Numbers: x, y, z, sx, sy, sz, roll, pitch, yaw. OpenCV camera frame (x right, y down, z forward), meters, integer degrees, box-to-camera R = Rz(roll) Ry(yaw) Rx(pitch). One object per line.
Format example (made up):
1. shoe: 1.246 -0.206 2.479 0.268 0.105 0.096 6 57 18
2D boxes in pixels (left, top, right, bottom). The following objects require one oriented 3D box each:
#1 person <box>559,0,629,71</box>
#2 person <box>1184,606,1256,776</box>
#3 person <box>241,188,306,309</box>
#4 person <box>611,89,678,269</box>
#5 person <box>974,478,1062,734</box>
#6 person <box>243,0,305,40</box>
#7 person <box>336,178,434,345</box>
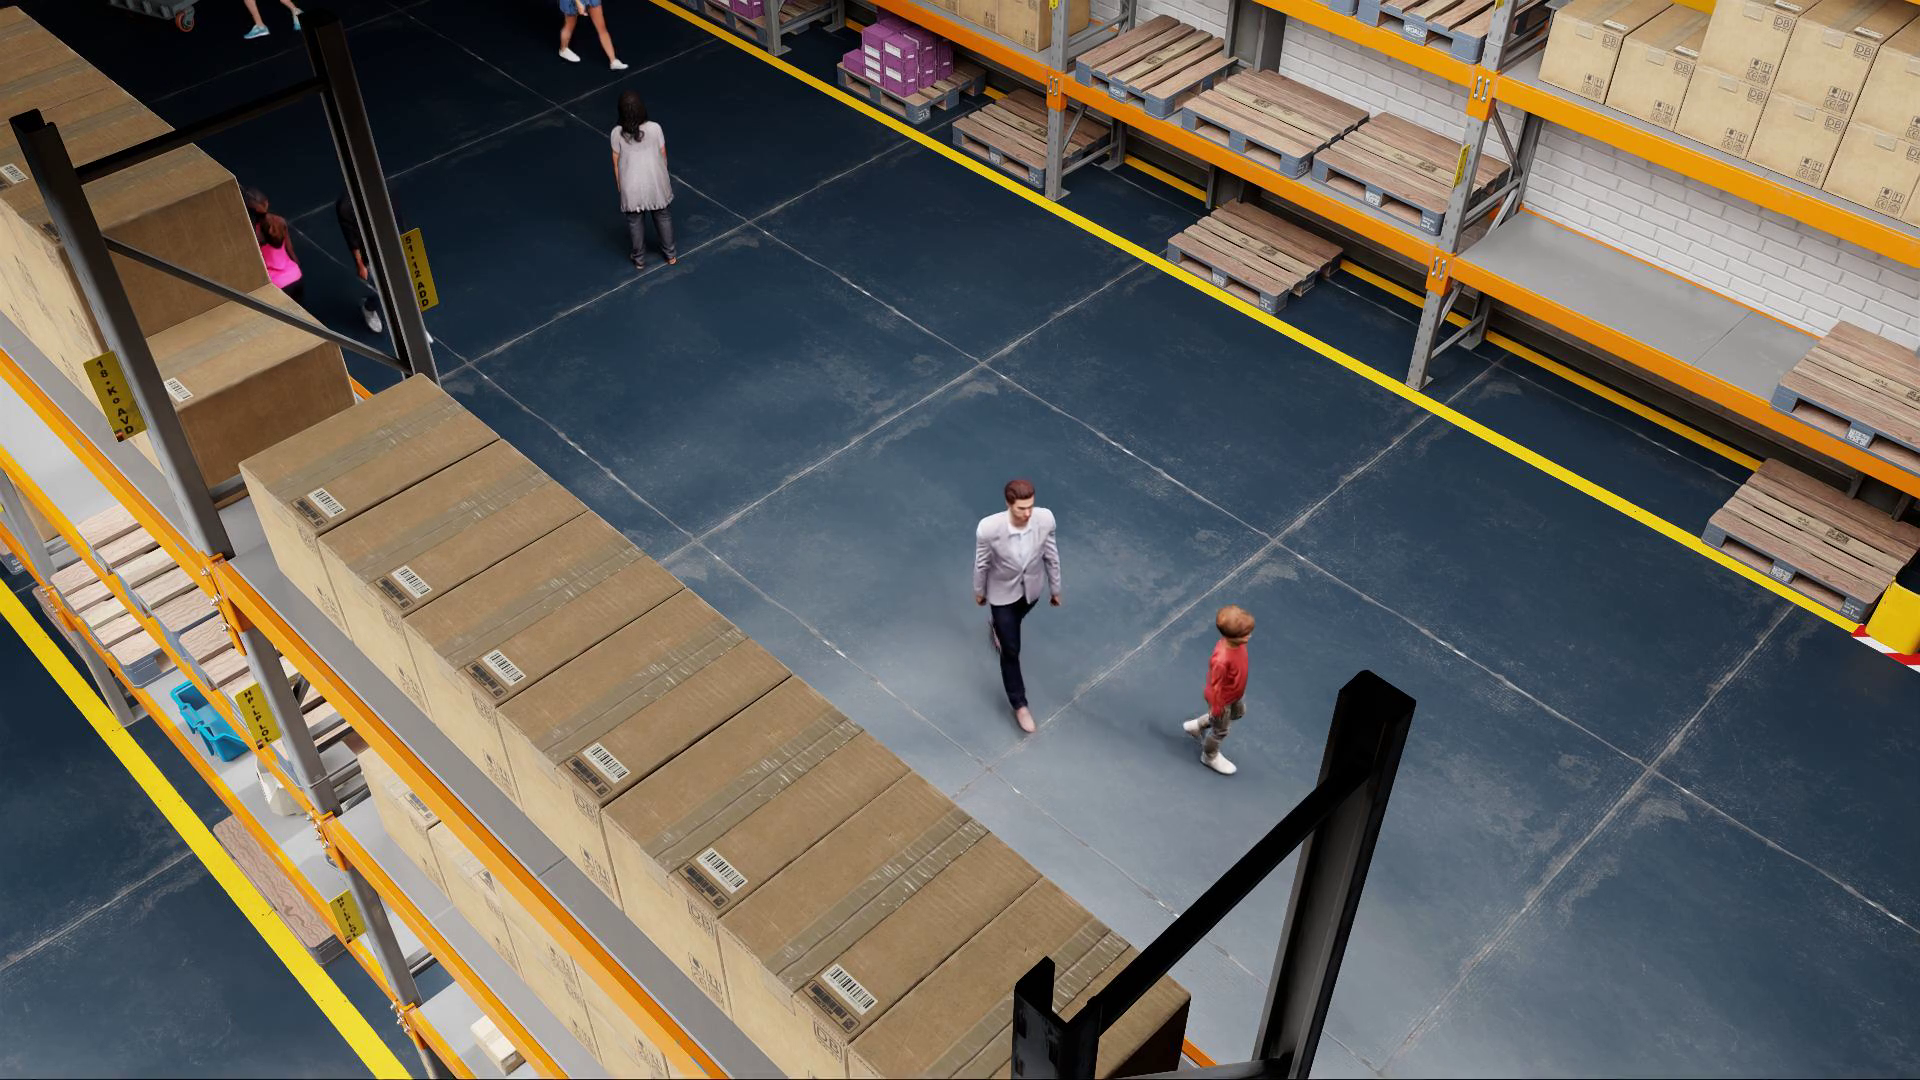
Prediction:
1. person: -3.932 -5.534 16.862 1.155 1.587 0.796 25 49 24
2. person: 1.571 0.890 10.250 0.698 1.407 0.624 20 47 20
3. person: -5.250 -1.963 13.022 0.827 1.713 0.602 29 51 27
4. person: -2.724 -3.089 14.285 0.762 1.603 0.808 -11 45 -11
5. person: 0.325 0.249 10.632 1.079 1.808 1.347 -12 45 -13
6. person: -7.389 -6.083 17.333 0.854 1.732 0.679 30 51 27
7. person: -4.707 -2.362 13.381 0.917 1.797 0.781 25 49 24
